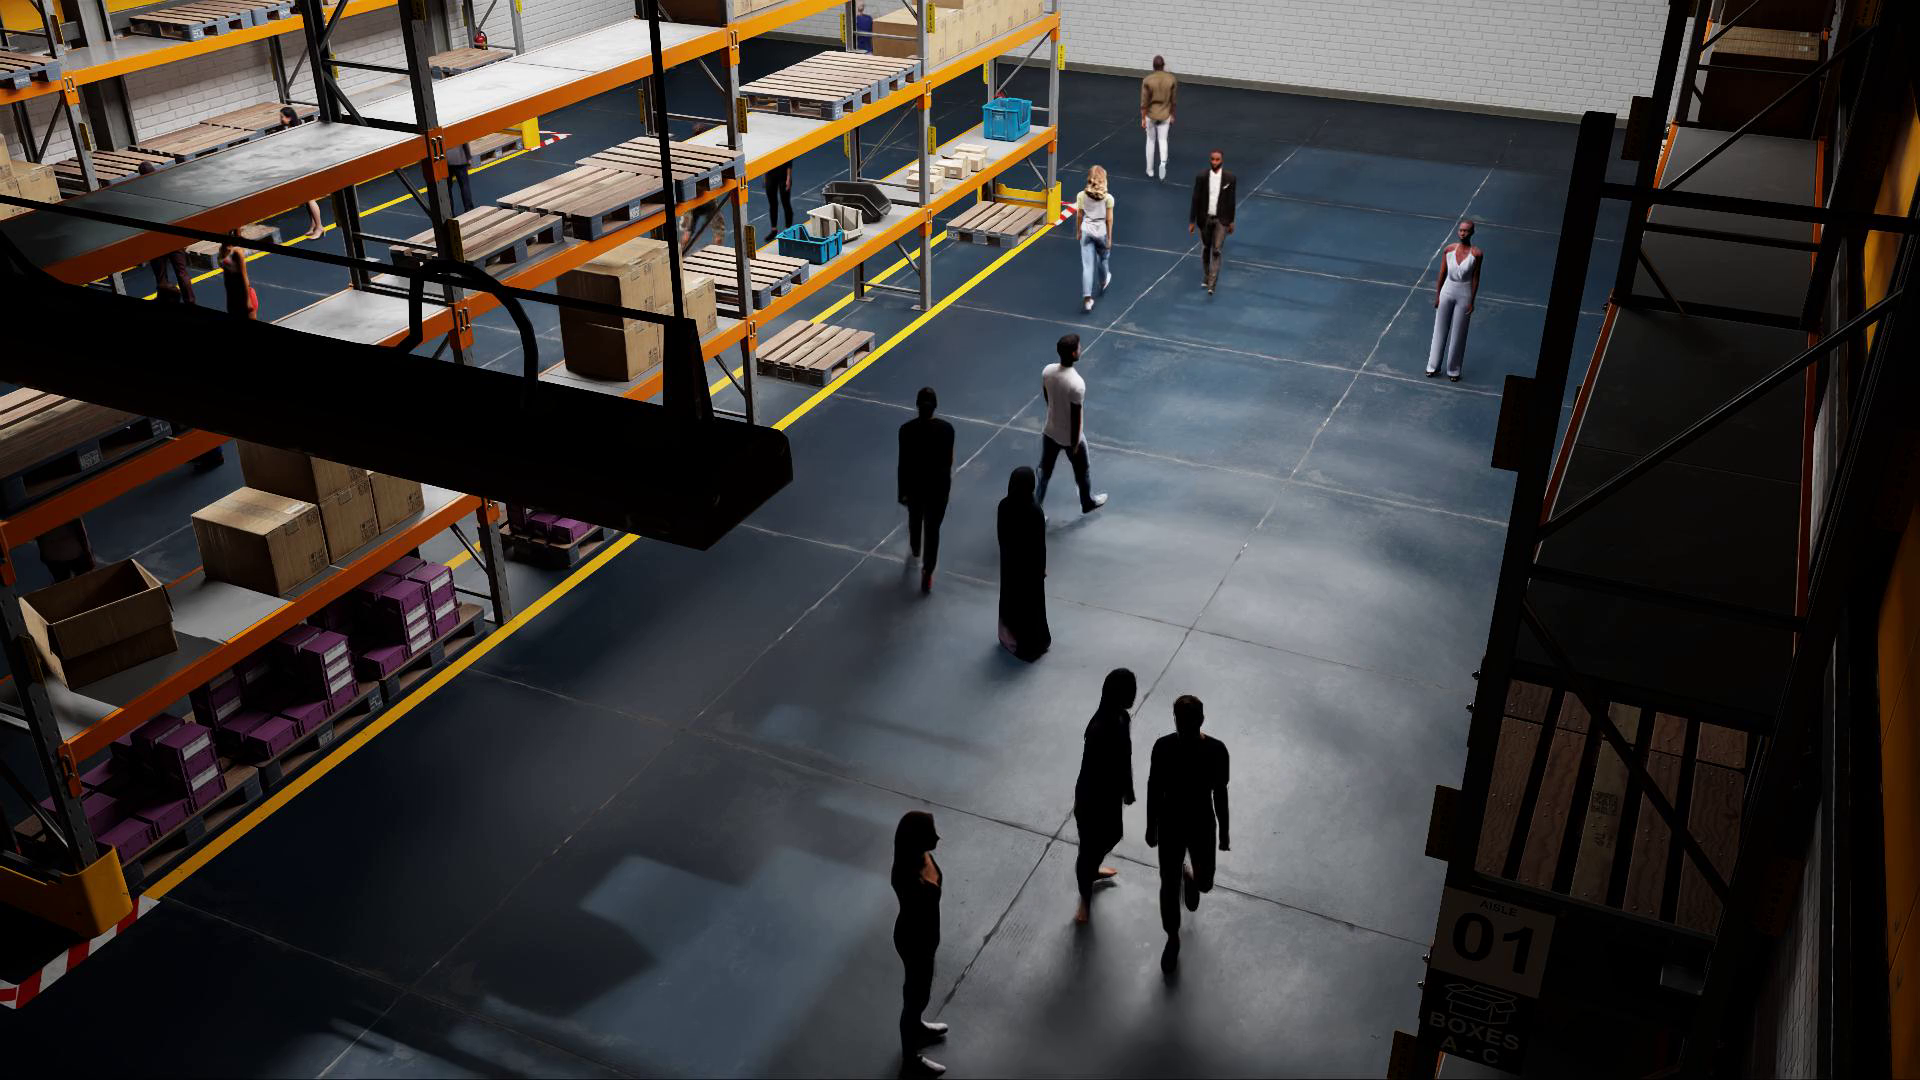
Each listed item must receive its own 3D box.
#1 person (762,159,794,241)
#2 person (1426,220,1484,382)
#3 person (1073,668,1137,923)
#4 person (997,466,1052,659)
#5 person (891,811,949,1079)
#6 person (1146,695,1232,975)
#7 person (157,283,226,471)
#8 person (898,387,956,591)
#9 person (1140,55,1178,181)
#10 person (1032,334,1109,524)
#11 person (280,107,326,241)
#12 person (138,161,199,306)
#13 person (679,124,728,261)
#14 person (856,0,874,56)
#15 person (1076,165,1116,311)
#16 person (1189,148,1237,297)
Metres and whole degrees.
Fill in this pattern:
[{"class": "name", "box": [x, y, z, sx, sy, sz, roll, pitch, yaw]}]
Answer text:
[{"class": "person", "box": [-2.398, -4.851, 22.178, 0.610, 1.711, 0.545, 11, 30, 19]}, {"class": "person", "box": [5.353, -2.591, 17.960, 0.579, 1.783, 0.478, 14, 32, 24]}, {"class": "person", "box": [0.836, 1.602, 10.360, 0.554, 1.701, 0.793, -21, 35, -33]}, {"class": "person", "box": [0.487, 0.152, 13.106, 0.669, 1.615, 0.676, 23, 36, 36]}, {"class": "person", "box": [-0.233, 2.202, 9.237, 0.717, 1.722, 0.581, 1, 29, 2]}, {"class": "person", "box": [1.367, 1.700, 10.044, 0.842, 1.831, 1.047, 2, 29, 4]}, {"class": "person", "box": [-7.449, -1.594, 16.048, 0.794, 1.865, 0.784, -17, 33, -29]}, {"class": "person", "box": [-0.277, -0.392, 13.993, 0.896, 1.722, 1.148, 0, 29, 0]}, {"class": "person", "box": [2.944, -6.213, 24.582, 0.966, 1.802, 1.086, -2, 29, -3]}, {"class": "person", "box": [0.854, -0.928, 14.875, 1.255, 1.818, 0.965, -24, 37, -37]}, {"class": "person", "box": [-8.797, -4.899, 22.207, 0.812, 1.769, 0.781, -16, 33, -27]}, {"class": "person", "box": [-9.392, -3.530, 19.597, 0.759, 1.864, 0.834, -12, 31, -21]}, {"class": "person", "box": [-3.325, -4.314, 21.066, 1.063, 1.834, 0.811, -3, 29, -6]}, {"class": "person", "box": [-1.629, -8.309, 28.406, 1.071, 1.817, 0.990, -21, 35, -33]}, {"class": "person", "box": [1.579, -3.567, 19.867, 0.750, 1.671, 1.172, 8, 30, 15]}, {"class": "person", "box": [3.111, -3.936, 20.443, 0.793, 1.766, 1.129, 7, 29, 13]}]
